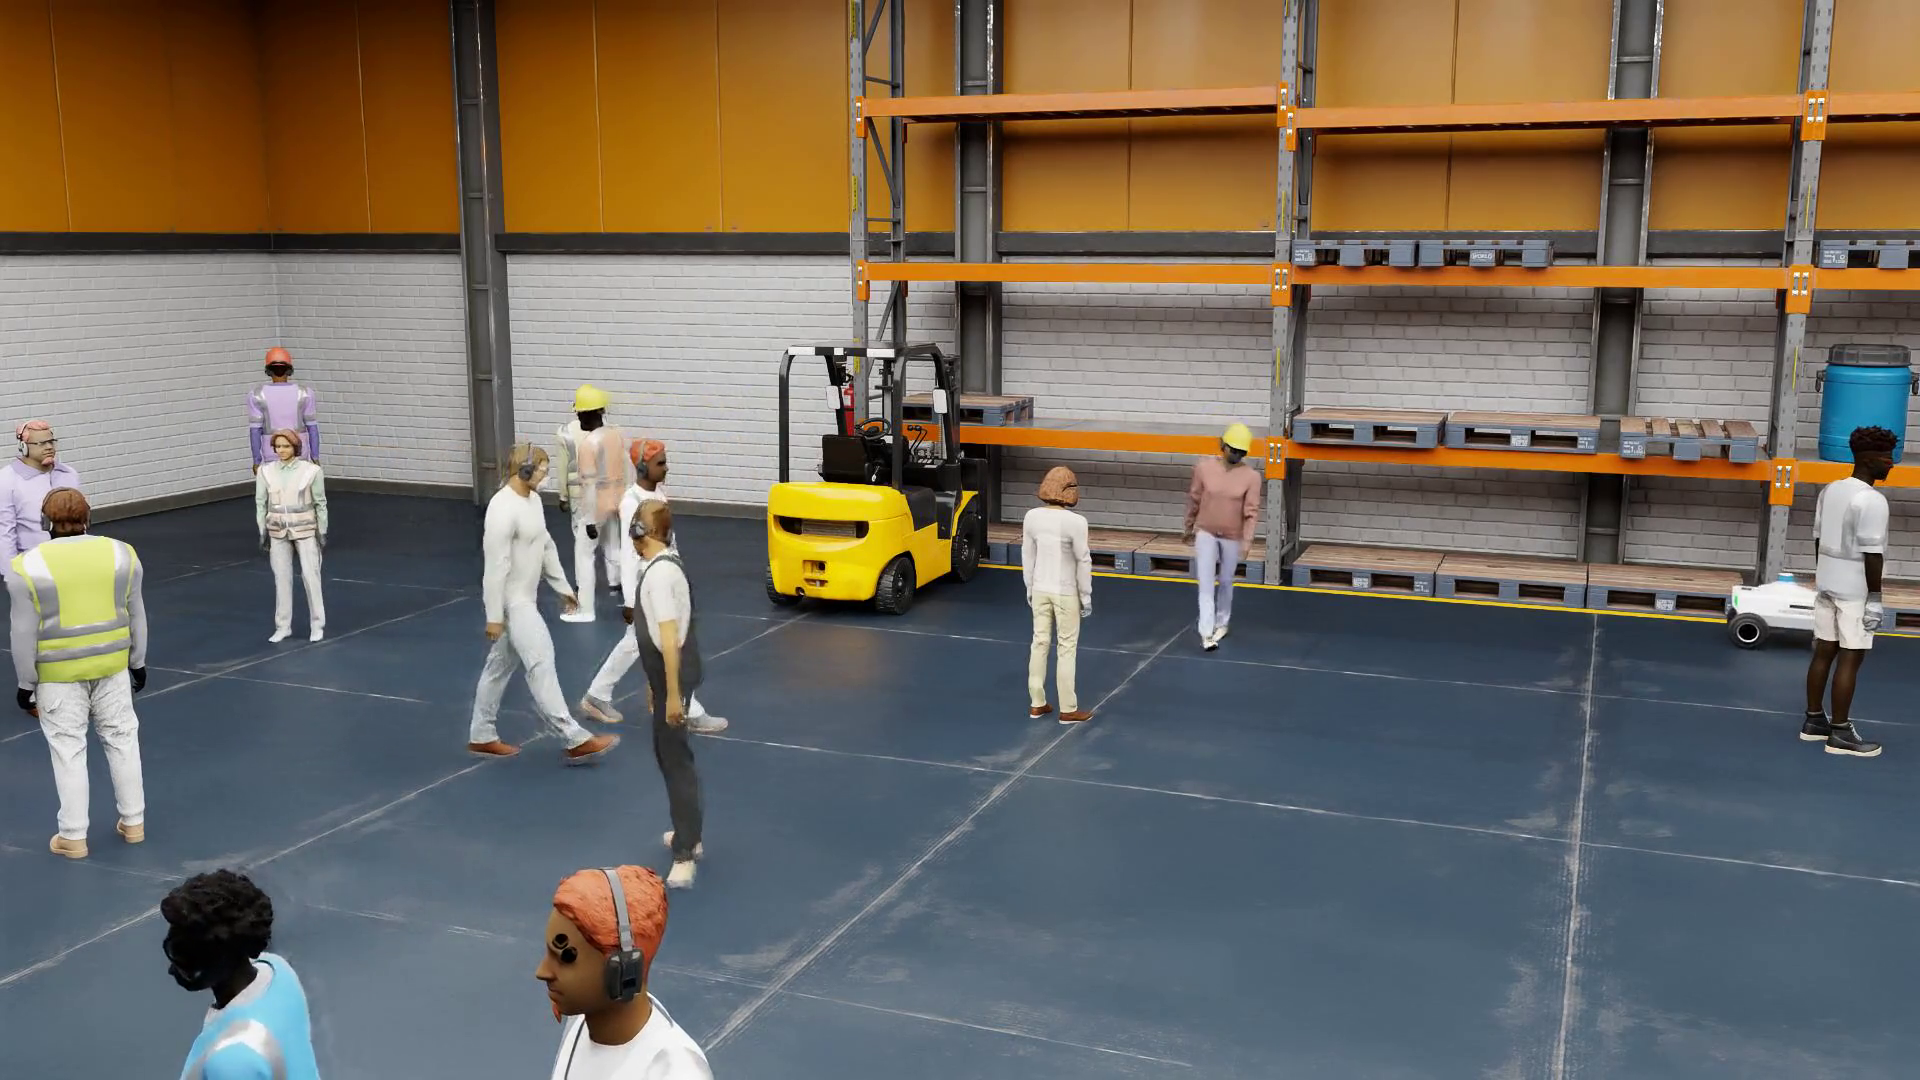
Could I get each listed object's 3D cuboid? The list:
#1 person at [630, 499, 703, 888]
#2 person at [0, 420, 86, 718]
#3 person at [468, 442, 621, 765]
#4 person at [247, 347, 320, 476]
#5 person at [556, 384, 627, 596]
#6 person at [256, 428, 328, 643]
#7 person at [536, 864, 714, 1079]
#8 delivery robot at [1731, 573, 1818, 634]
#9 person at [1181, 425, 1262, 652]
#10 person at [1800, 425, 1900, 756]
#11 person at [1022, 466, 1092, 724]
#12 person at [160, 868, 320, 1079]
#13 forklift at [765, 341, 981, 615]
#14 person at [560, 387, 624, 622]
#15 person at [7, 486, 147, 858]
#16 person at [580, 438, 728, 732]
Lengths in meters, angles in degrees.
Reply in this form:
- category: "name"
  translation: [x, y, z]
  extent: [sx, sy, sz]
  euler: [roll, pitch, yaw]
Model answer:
- category: "person"
  translation: [-1.406, 0.725, 7.970]
  extent: [0.347, 1.812, 0.694]
  euler: [-1, 10, -7]
- category: "person"
  translation: [-5.860, 0.178, 10.705]
  extent: [0.407, 1.908, 0.642]
  euler: [4, 11, 20]
- category: "person"
  translation: [-2.466, 0.373, 9.680]
  extent: [0.967, 1.880, 0.630]
  euler: [-1, 10, -3]
- category: "person"
  translation: [-6.431, -0.814, 15.854]
  extent: [0.615, 2.041, 0.376]
  euler: [-5, 11, -26]
- category: "person"
  translation: [-3.147, -0.416, 14.244]
  extent: [0.586, 1.824, 0.403]
  euler: [-2, 10, -13]
- category: "person"
  translation: [-5.060, -0.032, 12.622]
  extent: [0.522, 1.636, 0.310]
  euler: [0, 10, -2]
- category: "person"
  translation: [-0.647, 1.531, 3.233]
  extent: [0.355, 1.883, 0.573]
  euler: [-6, 12, -32]
- category: "delivery robot"
  translation: [6.175, 0.490, 12.466]
  extent: [0.707, 0.478, 0.477]
  euler: [5, 11, 23]
- category: "person"
  translation: [1.919, -0.013, 12.316]
  extent: [0.587, 1.699, 0.878]
  euler: [2, 10, 13]
- category: "person"
  translation: [5.311, 0.290, 9.914]
  extent: [0.364, 1.962, 0.611]
  euler: [0, 10, 0]
- category: "person"
  translation: [0.619, 0.346, 10.527]
  extent: [0.507, 1.632, 0.275]
  euler: [8, 13, 38]
- category: "person"
  translation: [-1.608, 1.523, 3.910]
  extent: [0.879, 1.649, 0.589]
  euler: [-1, 10, -4]
- category: "forklift"
  translation: [-0.739, -0.602, 14.246]
  extent: [1.214, 2.155, 2.313]
  euler: [4, 11, 21]
- category: "person"
  translation: [-2.798, -0.266, 13.175]
  extent: [0.784, 1.904, 0.595]
  euler: [3, 11, 19]
- category: "person"
  translation: [-4.369, 0.648, 8.268]
  extent: [0.429, 1.841, 0.633]
  euler: [9, 14, 42]
- category: "person"
  translation: [-1.961, 0.276, 10.328]
  extent: [0.957, 1.851, 0.574]
  euler: [1, 10, 3]
